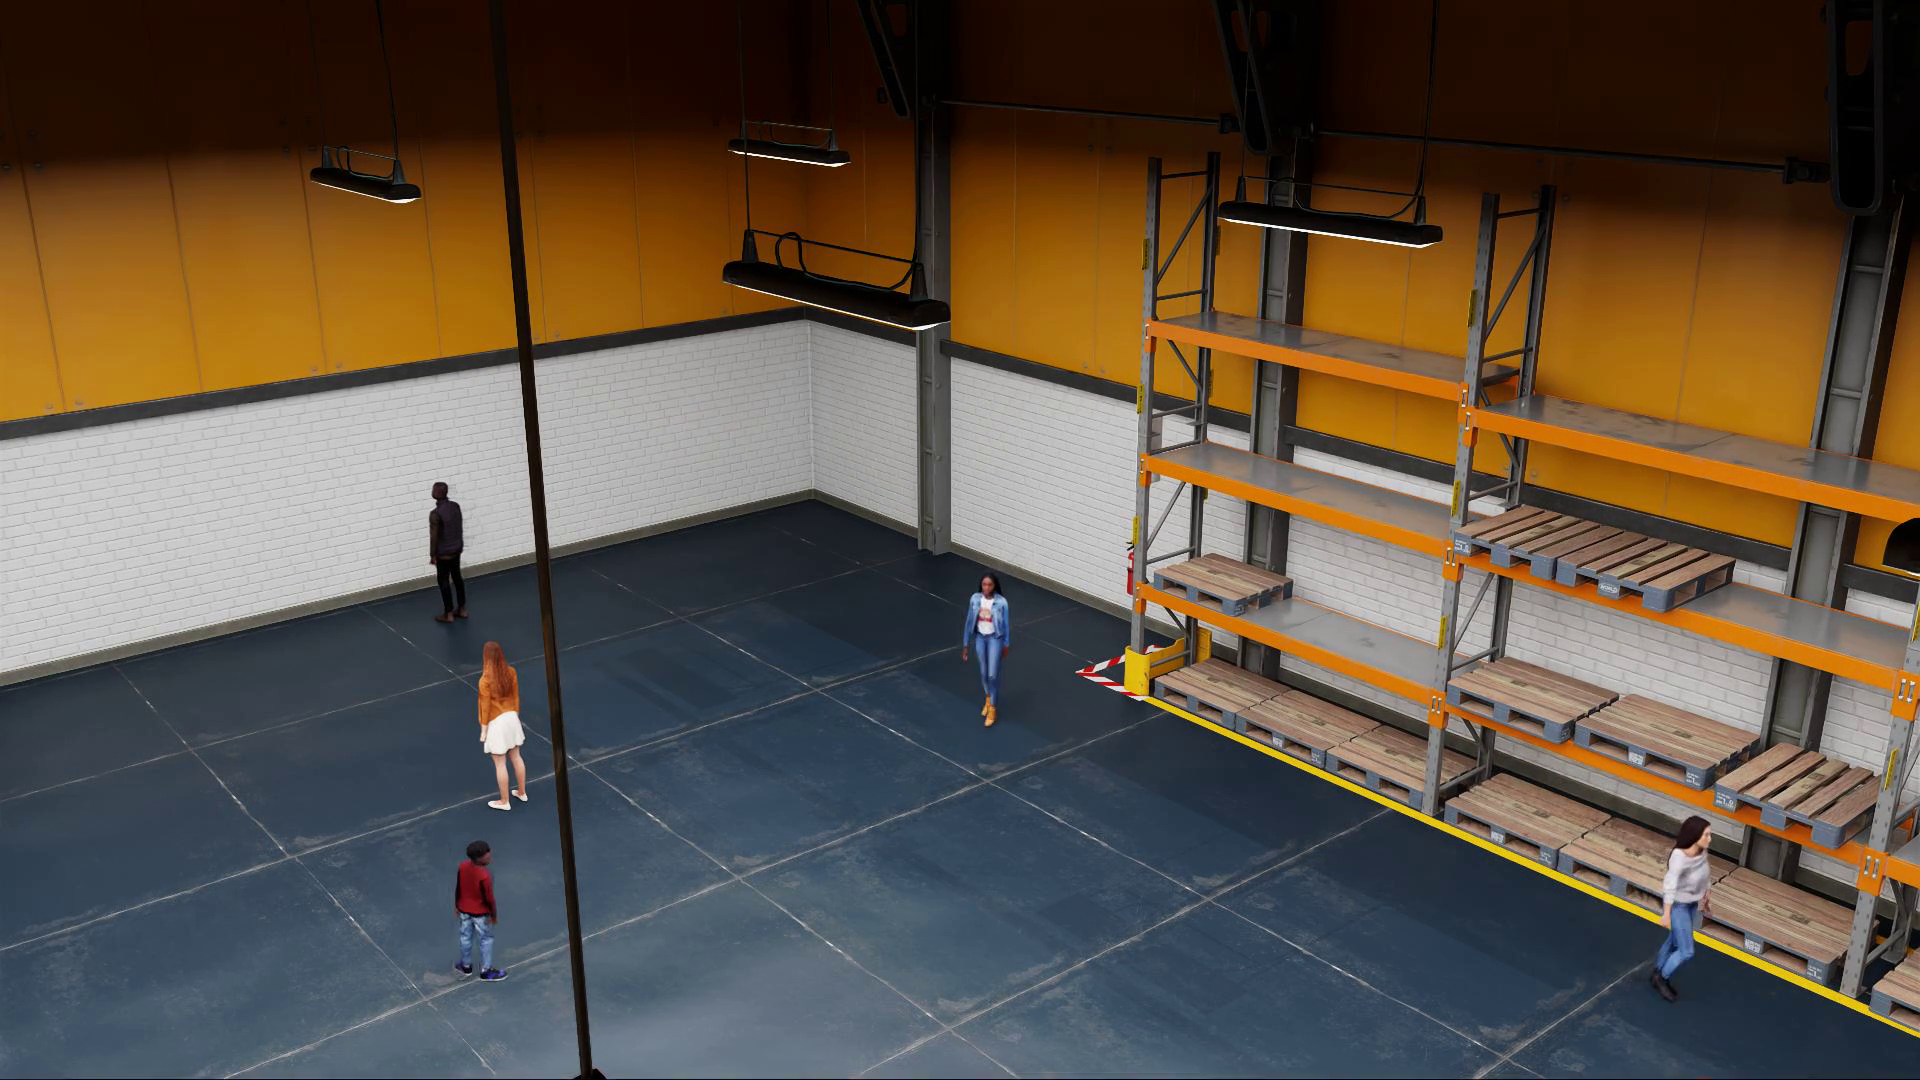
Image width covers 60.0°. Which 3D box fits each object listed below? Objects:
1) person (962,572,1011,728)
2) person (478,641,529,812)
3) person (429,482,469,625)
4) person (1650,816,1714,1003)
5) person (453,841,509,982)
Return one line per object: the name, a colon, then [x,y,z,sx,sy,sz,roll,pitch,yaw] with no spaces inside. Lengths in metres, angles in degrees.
person: [0.341,1.128,18.264,0.878,1.693,0.882,8,20,24]
person: [-4.469,1.800,16.227,0.650,1.720,0.687,13,22,33]
person: [-6.442,0.136,20.988,0.791,1.836,0.796,7,20,20]
person: [5.633,2.882,13.174,0.615,1.619,0.583,-17,25,-40]
person: [-3.963,2.986,13.461,0.590,1.238,0.778,4,19,12]
